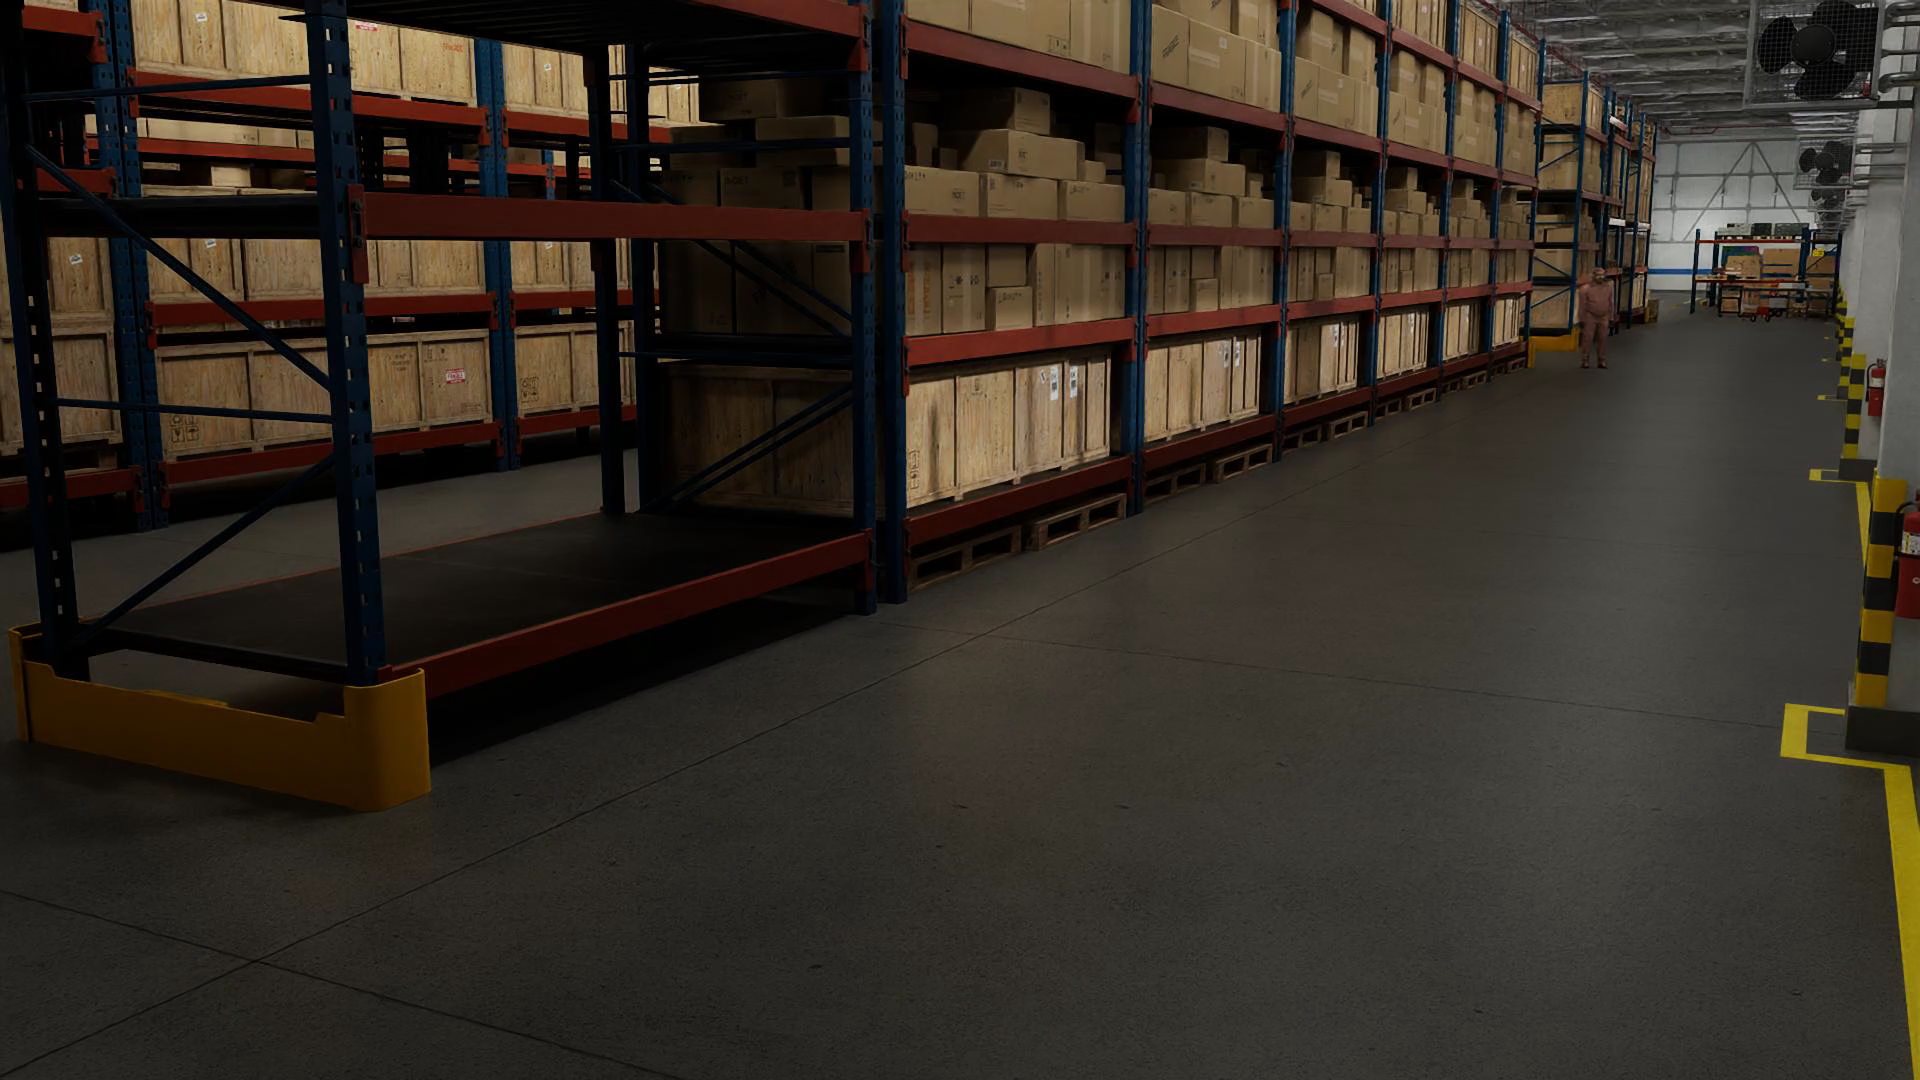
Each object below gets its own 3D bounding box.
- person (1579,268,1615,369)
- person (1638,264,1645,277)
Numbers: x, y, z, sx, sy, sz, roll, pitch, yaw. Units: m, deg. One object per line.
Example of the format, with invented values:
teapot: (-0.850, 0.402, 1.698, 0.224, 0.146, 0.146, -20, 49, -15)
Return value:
person: (11.998, -4.170, 31.334, 0.643, 1.904, 0.400, 0, 10, 2)
person: (36.395, -13.964, 88.782, 0.512, 1.638, 0.312, 3, 10, 17)
